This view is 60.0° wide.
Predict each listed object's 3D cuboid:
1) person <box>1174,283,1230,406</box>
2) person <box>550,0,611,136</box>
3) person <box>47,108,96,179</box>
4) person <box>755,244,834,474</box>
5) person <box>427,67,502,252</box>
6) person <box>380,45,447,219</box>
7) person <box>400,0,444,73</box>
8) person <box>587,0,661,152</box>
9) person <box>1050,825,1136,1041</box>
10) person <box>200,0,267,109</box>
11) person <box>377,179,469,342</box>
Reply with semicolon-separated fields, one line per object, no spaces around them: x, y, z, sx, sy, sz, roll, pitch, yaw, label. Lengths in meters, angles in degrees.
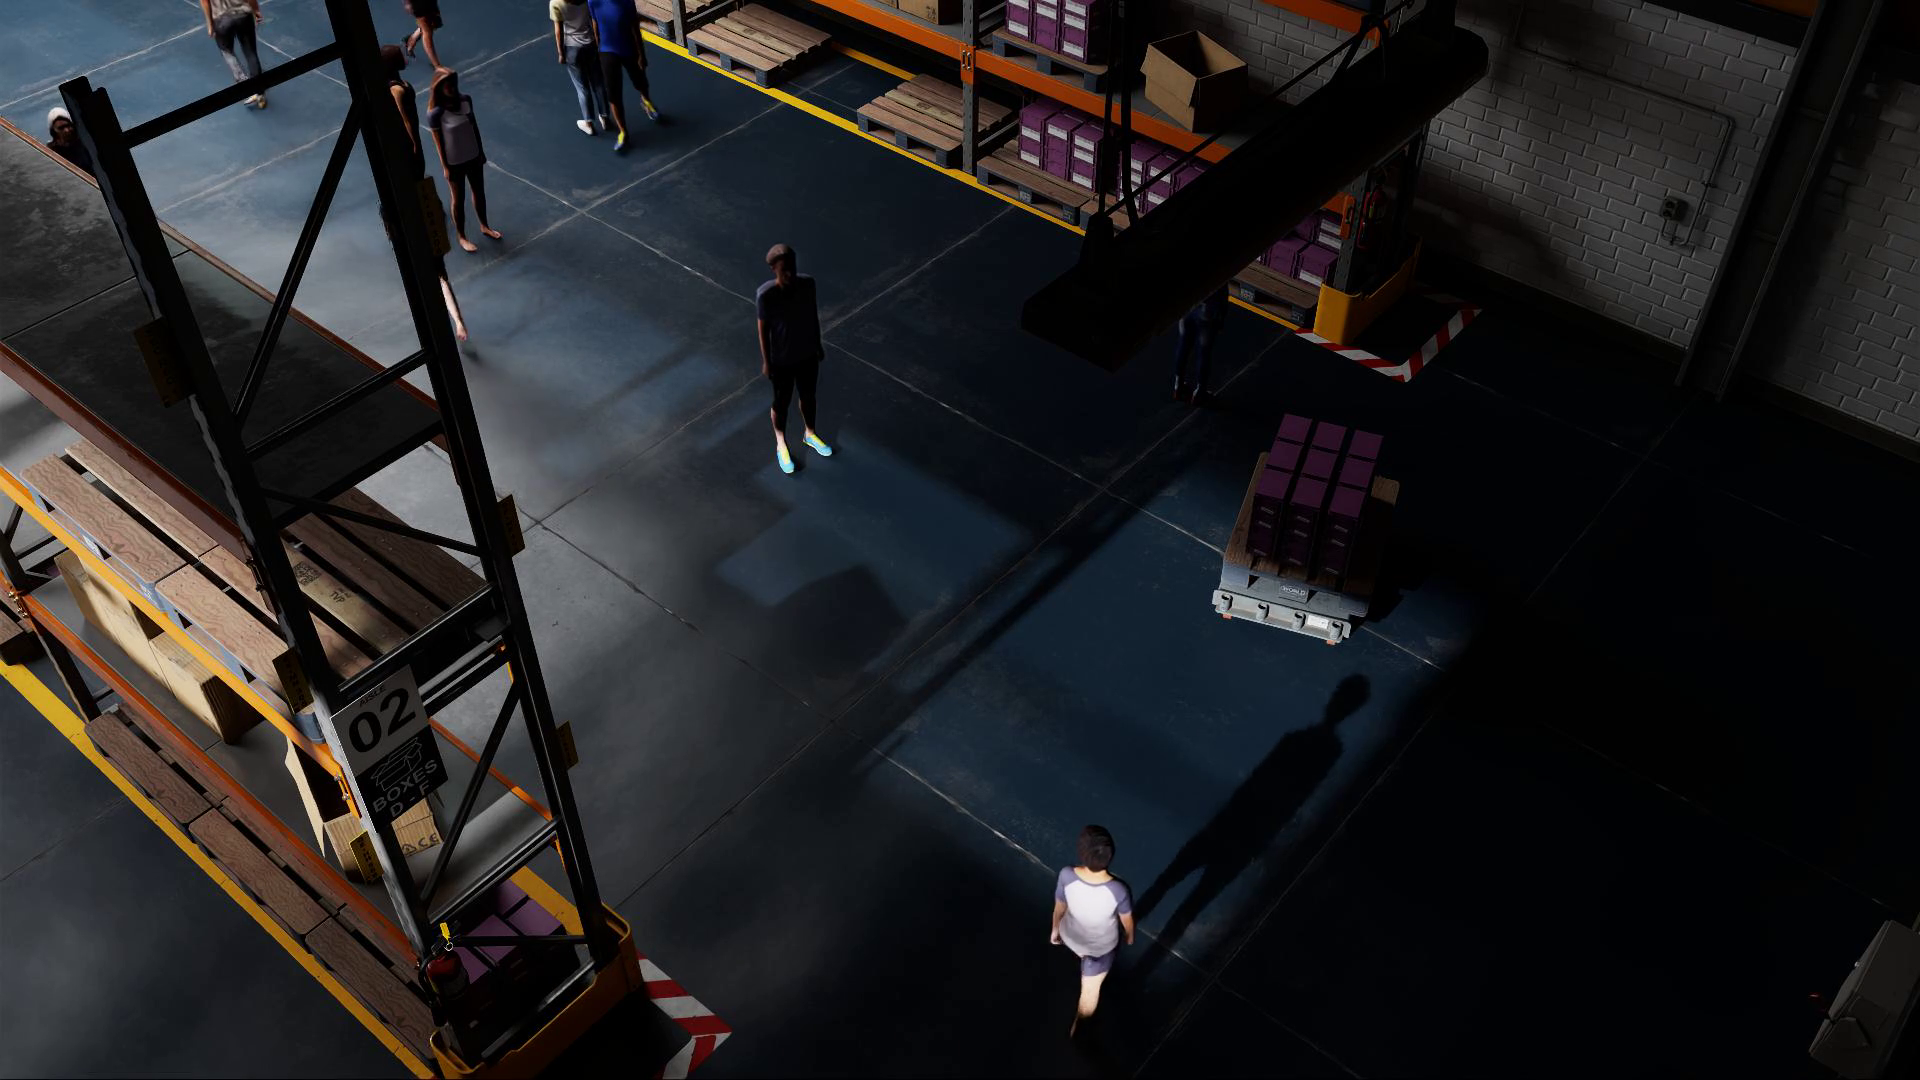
1.859;-1.753;12.902;0.488;1.616;0.666;27;50;26;person
-3.631;-4.711;15.930;0.688;1.722;0.644;-24;48;-23;person
-7.245;-2.822;13.930;0.565;1.746;0.603;33;52;29;person
-1.245;-1.370;12.302;0.711;1.889;0.666;-26;50;-25;person
-4.356;-3.335;14.482;0.534;1.727;0.587;32;52;29;person
-4.928;-3.616;14.806;0.710;1.688;0.603;-19;47;-19;person
-5.483;-5.461;16.662;0.900;1.798;0.740;20;47;19;person
-3.216;-4.673;15.821;1.107;1.817;1.119;-1;44;-1;person
0.668;2.153;8.865;0.916;1.530;0.811;17;46;17;person
-7.052;-5.053;16.170;0.780;1.886;0.762;-26;49;-25;person
-4.362;-2.342;13.474;0.747;1.680;1.060;-28;50;-26;person
